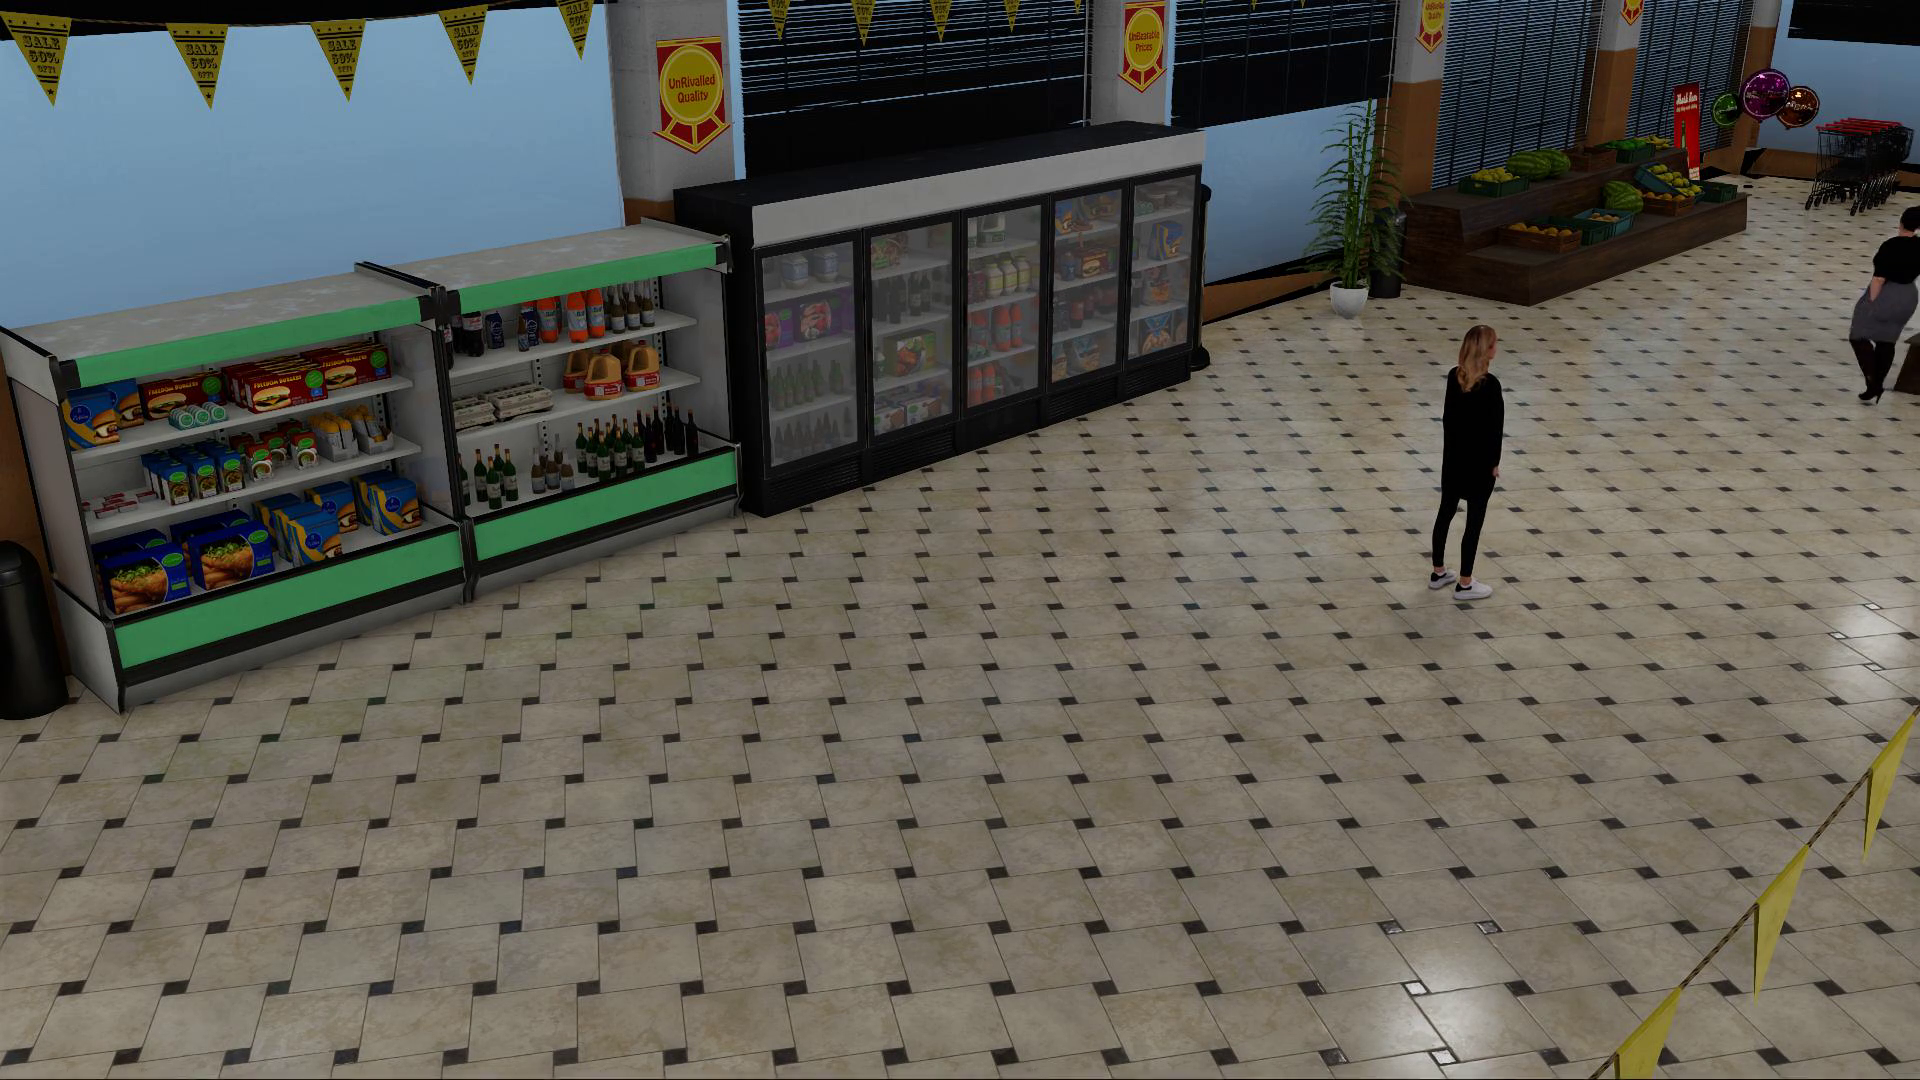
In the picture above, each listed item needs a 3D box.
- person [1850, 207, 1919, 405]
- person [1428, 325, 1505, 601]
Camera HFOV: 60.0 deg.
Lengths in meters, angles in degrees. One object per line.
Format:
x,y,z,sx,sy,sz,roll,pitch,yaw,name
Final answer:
8.218,-2.017,14.568,0.816,1.733,0.892,-6,23,-15,person
3.266,-0.501,10.704,0.612,1.802,0.655,-12,25,-28,person
